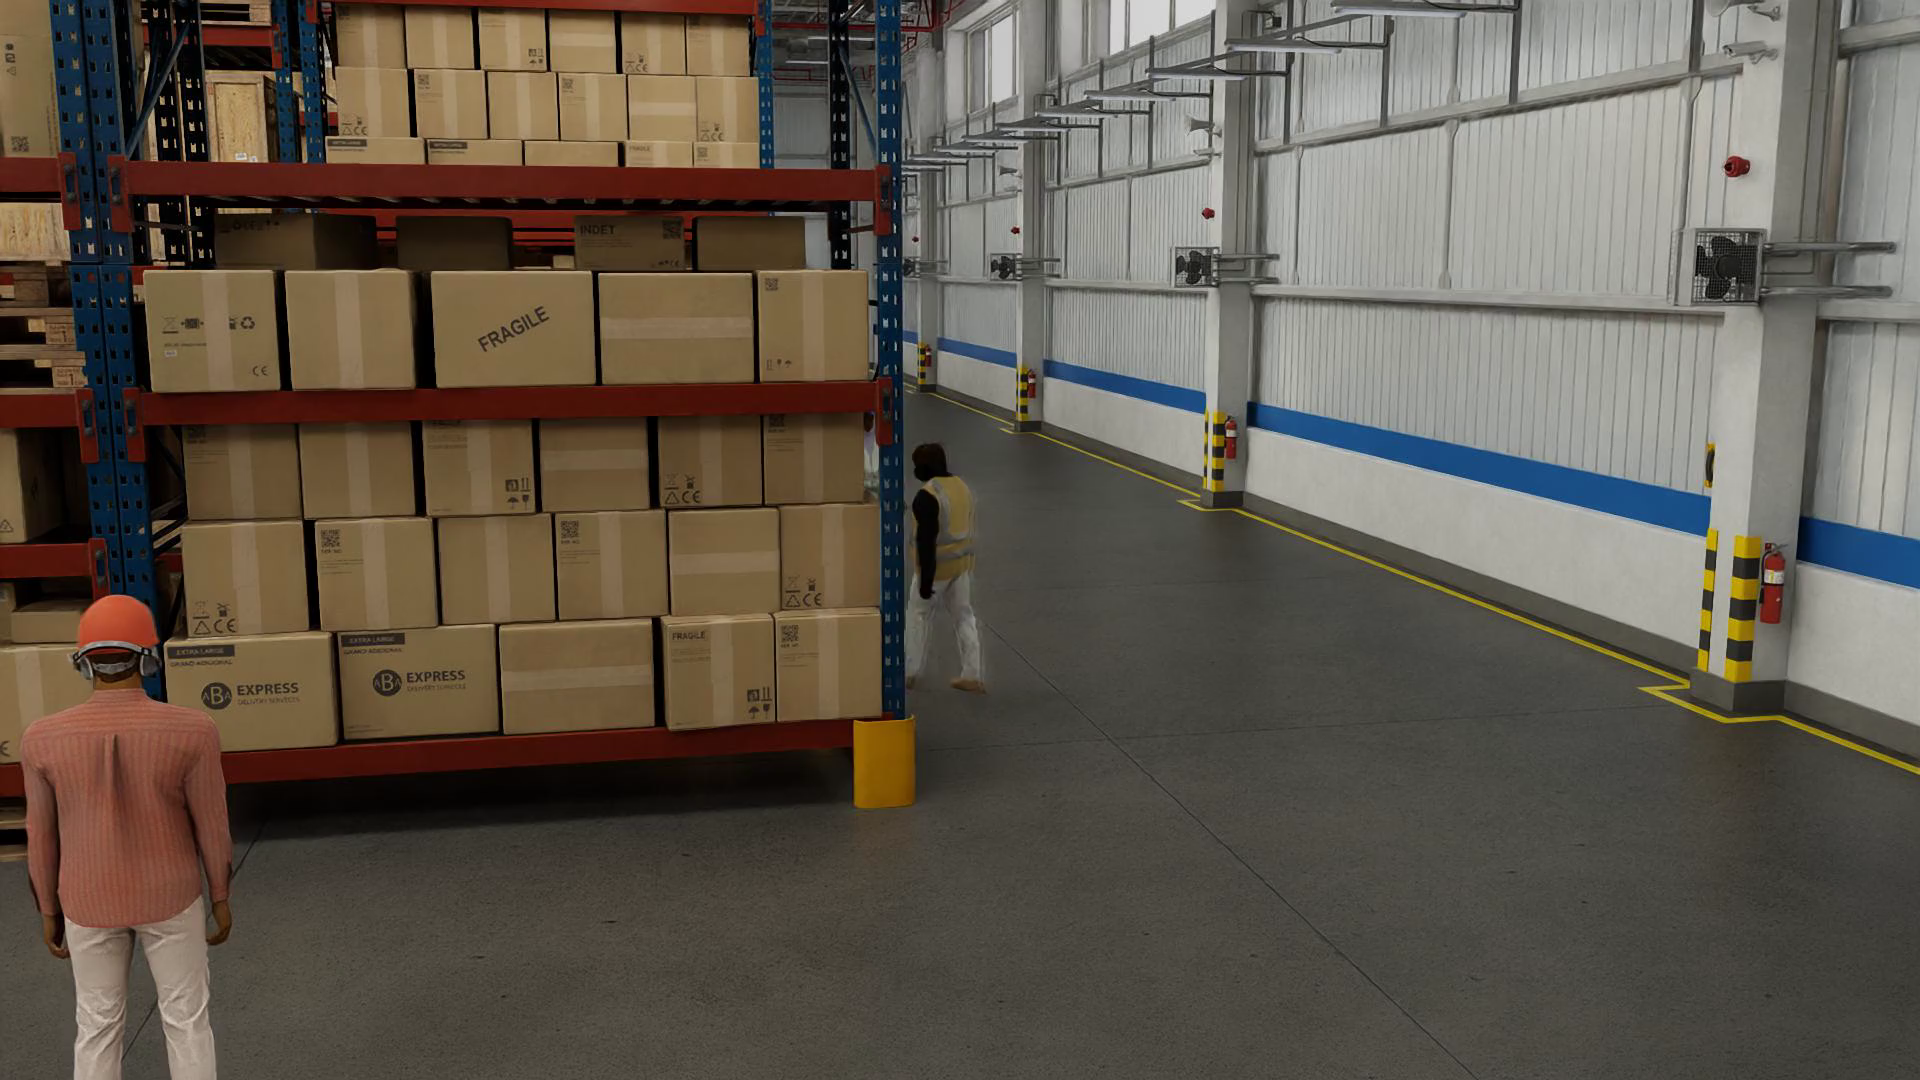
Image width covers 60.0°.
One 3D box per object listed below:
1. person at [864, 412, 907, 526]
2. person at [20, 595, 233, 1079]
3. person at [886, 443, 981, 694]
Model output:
[{"bbox_3d":[-0.801,-0.375,15.065,0.627,1.901,0.964,-3,10,-19],"label":"person"},{"bbox_3d":[-2.699,1.163,5.452,0.611,1.985,0.416,-2,10,-13],"label":"person"},{"bbox_3d":[-0.232,0.199,11.858,0.862,1.796,0.669,6,11,31],"label":"person"}]
